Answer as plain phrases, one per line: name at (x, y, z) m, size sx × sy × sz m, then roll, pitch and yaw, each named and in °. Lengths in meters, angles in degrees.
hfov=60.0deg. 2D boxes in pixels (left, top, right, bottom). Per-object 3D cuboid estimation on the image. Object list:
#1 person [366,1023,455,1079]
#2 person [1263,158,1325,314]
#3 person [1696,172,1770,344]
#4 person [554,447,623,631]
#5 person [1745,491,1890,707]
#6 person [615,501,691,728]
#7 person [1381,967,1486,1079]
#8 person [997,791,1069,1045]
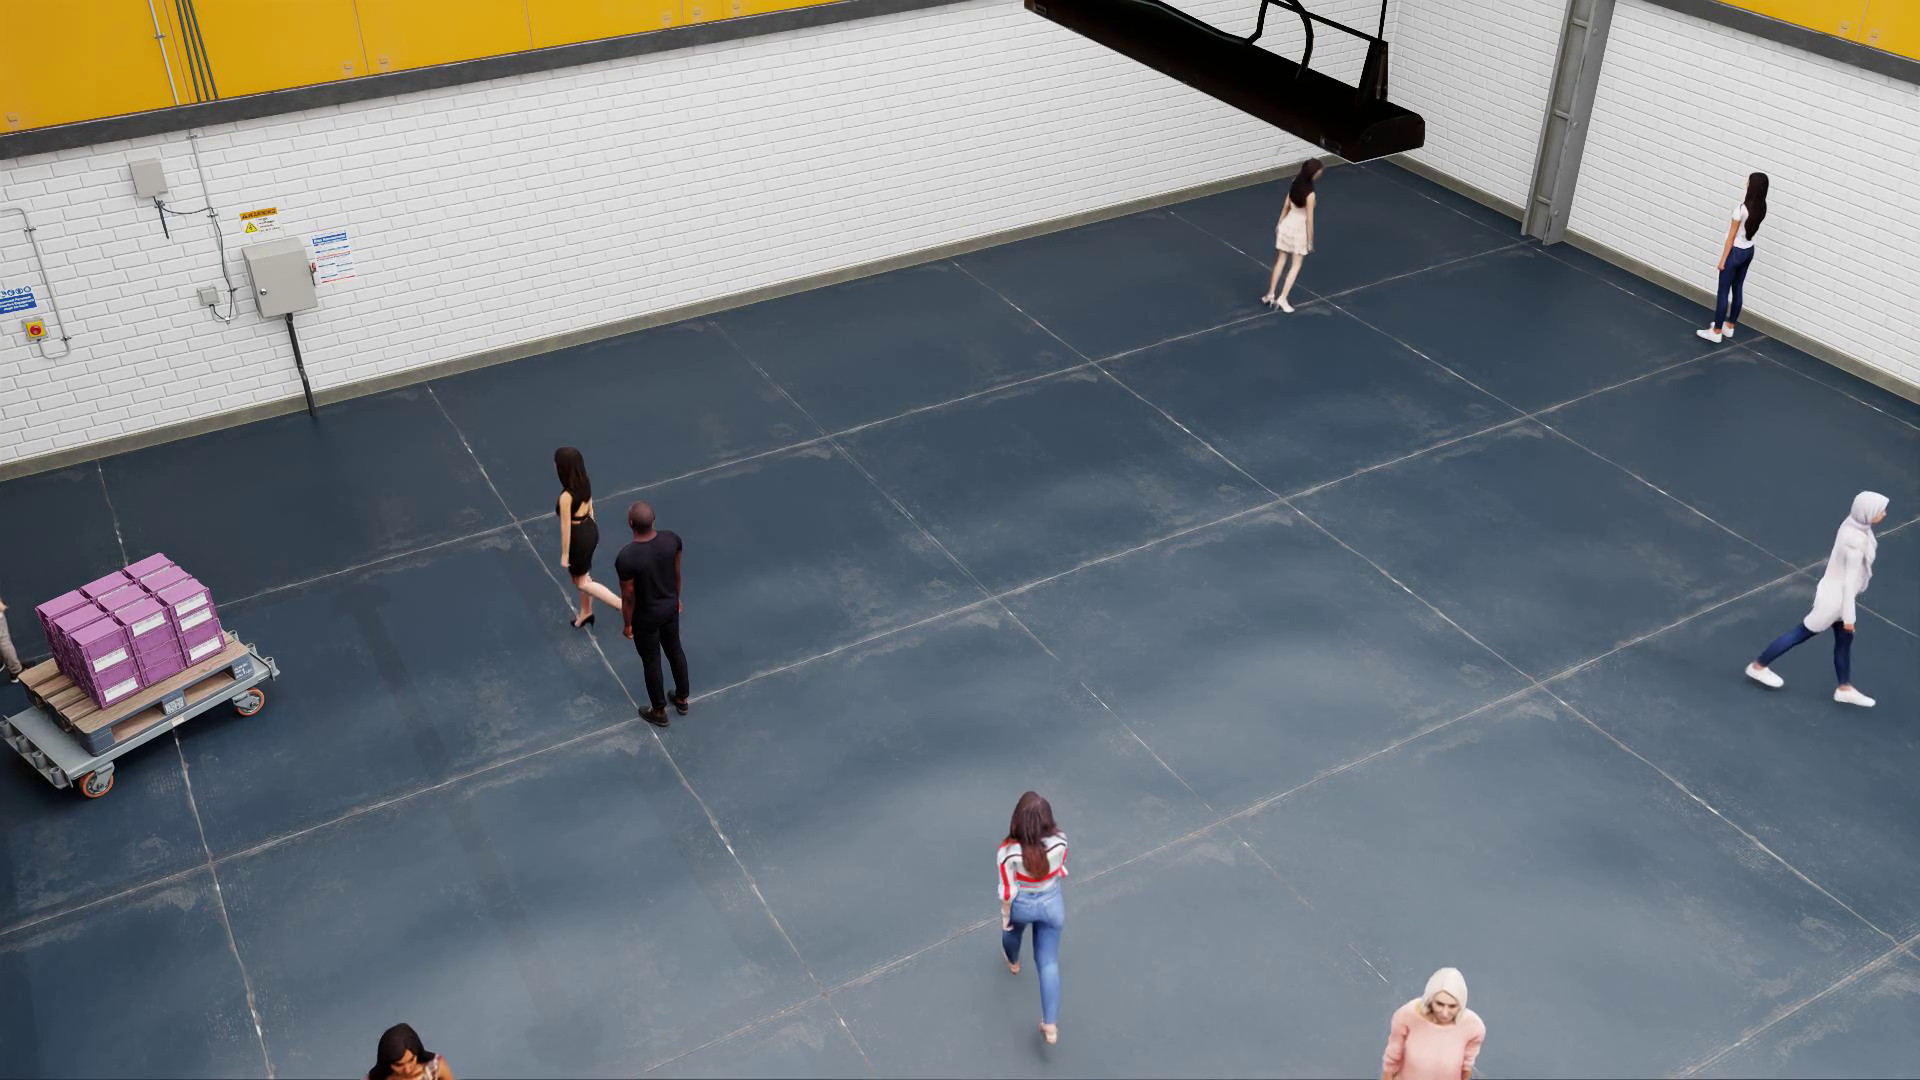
person at (-2.700, 2.900, 8.278) m, size 0.638 × 1.612 × 1.024 m, roll -15°, pitch 36°, yaw -21°
person at (3.425, -3.196, 17.359) m, size 0.748 × 1.712 × 0.479 m, roll -24°, pitch 40°, yaw -31°
person at (7.868, -2.855, 16.791) m, size 0.583 × 1.774 × 0.504 m, roll -19°, pitch 38°, yaw -27°
person at (-2.778, 0.056, 12.540) m, size 0.952 × 1.630 × 0.913 m, roll 7°, pitch 34°, yaw 10°
person at (6.155, 0.417, 11.905) m, size 1.202 × 1.732 × 0.997 m, roll 17°, pitch 37°, yaw 23°
person at (-2.142, 0.513, 11.682) m, size 0.715 × 1.820 × 0.648 m, roll -28°, pitch 43°, yaw -35°
person at (2.366, 2.726, 8.476) m, size 1.053 × 1.683 × 1.114 m, roll 8°, pitch 35°, yaw 12°
person at (0.449, 2.142, 9.451) m, size 0.861 × 1.576 × 1.178 m, roll -5°, pitch 34°, yaw -7°
